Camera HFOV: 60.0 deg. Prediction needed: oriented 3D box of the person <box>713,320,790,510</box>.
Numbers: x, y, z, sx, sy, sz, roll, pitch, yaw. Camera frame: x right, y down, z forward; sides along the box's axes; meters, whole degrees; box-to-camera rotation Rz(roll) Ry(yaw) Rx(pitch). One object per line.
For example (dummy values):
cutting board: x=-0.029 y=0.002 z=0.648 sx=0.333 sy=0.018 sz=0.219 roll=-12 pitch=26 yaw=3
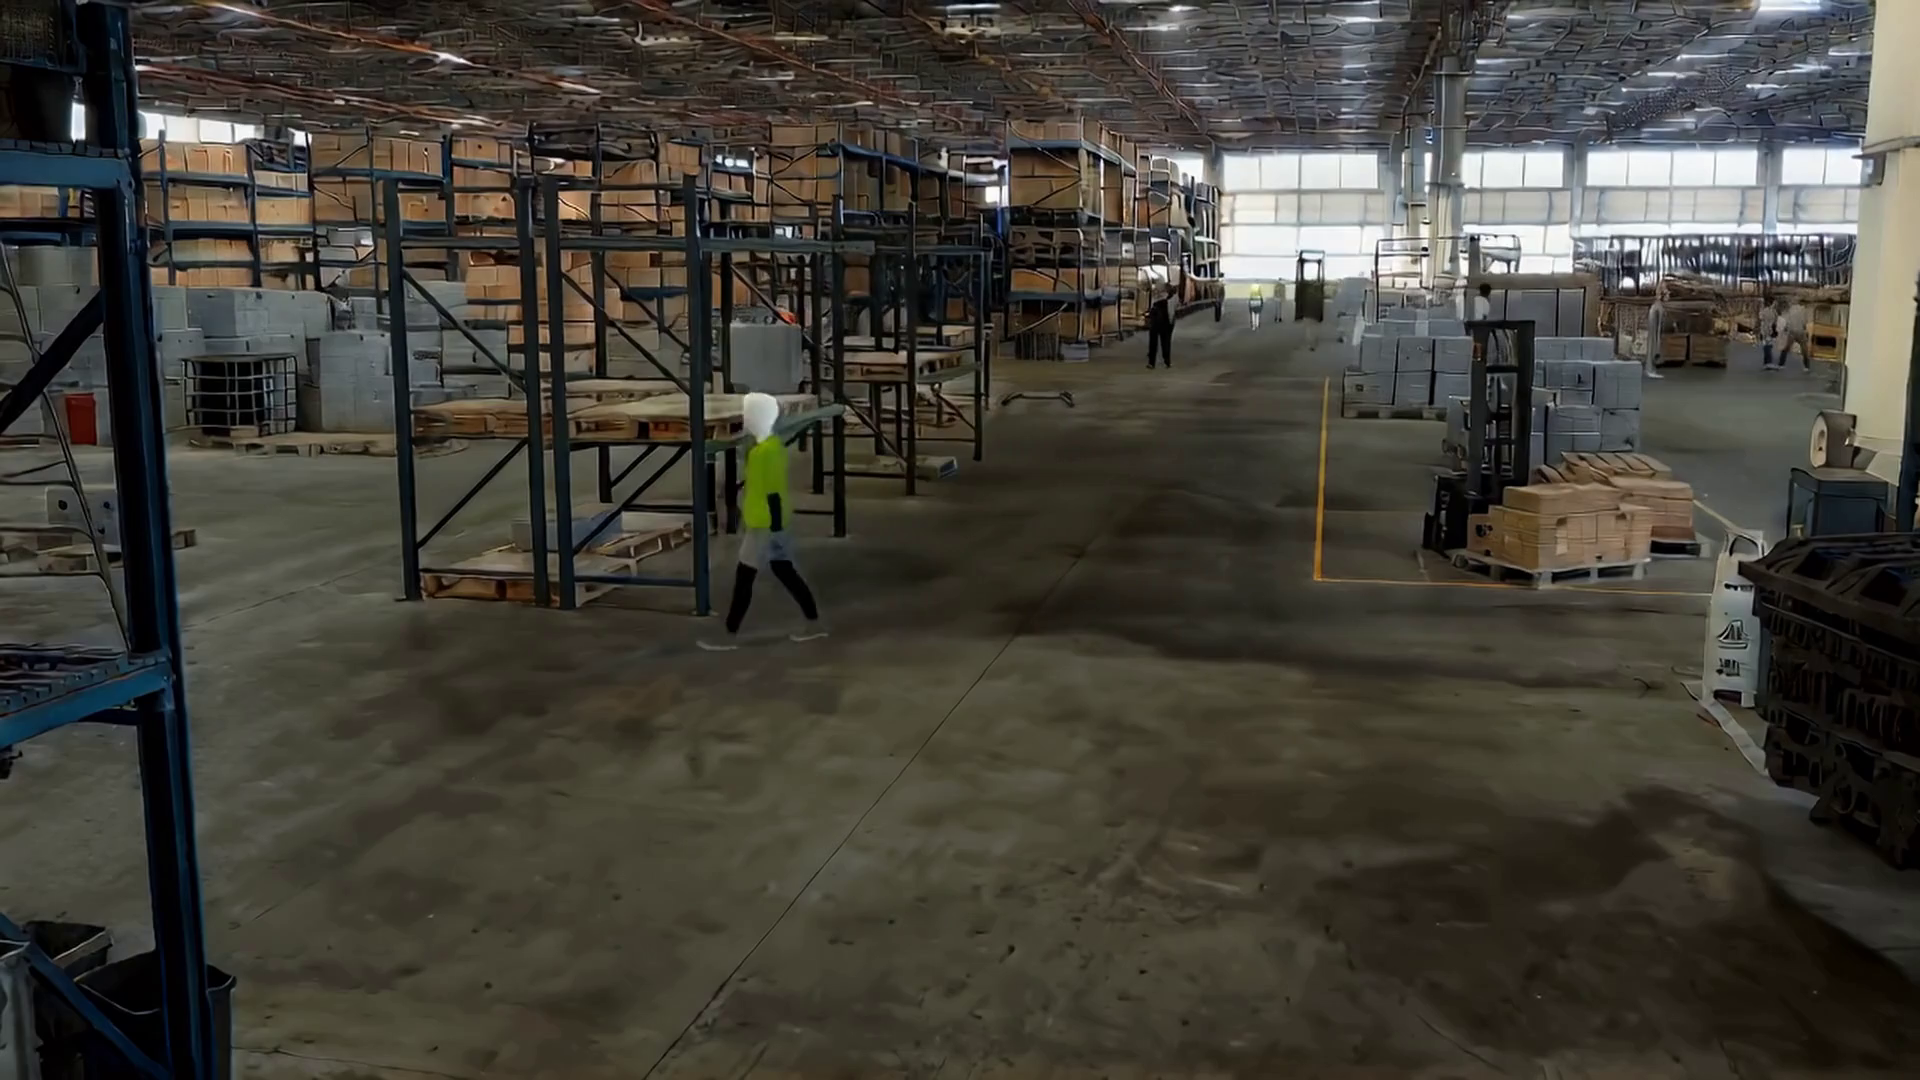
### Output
person: x=-2.124 y=-1.226 z=16.389 sx=0.790 sy=1.904 sz=0.592 roll=1 pitch=10 yaw=5

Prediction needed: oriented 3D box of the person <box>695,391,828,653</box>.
person: x=-1.237 y=-0.121 z=10.548 sx=0.848 sy=1.654 sz=0.541 roll=-2 pitch=10 yaw=-9

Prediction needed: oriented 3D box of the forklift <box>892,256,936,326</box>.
forklift: x=-1.189 y=-5.827 z=40.710 sx=1.129 sy=2.768 sz=1.873 roll=2 pitch=10 yaw=12

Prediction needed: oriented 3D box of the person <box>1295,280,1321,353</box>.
person: x=9.217 y=-5.925 z=44.139 sx=0.650 sy=1.910 sz=1.030 roll=-5 pitch=11 yaw=-28

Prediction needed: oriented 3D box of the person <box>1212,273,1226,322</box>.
person: x=10.215 y=-9.550 z=65.614 sx=0.562 sy=1.922 sz=0.432 roll=1 pitch=10 yaw=7

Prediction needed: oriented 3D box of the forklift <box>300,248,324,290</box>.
forklift: x=-19.767 y=-7.626 z=51.367 sx=1.129 sy=2.768 sz=1.873 roll=-2 pitch=10 yaw=-12

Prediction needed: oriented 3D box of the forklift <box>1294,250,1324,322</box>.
forklift: x=13.778 y=-10.002 z=65.433 sx=1.129 sy=2.768 sz=1.873 roll=2 pitch=10 yaw=12

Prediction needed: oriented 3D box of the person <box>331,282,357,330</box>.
person: x=-15.242 y=-5.418 z=41.168 sx=0.592 sy=1.911 sz=0.385 roll=-8 pitch=12 yaw=-39

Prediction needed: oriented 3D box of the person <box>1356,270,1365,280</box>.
person: x=20.071 y=-12.549 z=83.321 sx=0.441 sy=1.932 sz=0.615 roll=9 pitch=13 yaw=44

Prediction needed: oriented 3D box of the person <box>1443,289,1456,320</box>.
person: x=11.889 y=-5.236 z=40.515 sx=0.391 sy=1.752 sz=0.553 roll=9 pitch=13 yaw=44

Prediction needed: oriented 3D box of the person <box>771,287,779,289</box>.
person: x=-7.557 y=-9.664 z=66.402 sx=1.045 sy=1.880 sz=0.627 roll=7 pitch=12 yaw=36

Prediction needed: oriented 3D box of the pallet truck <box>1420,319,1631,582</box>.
pallet truck: x=4.543 y=-0.757 z=13.299 sx=0.823 sy=1.965 sz=1.885 roll=-4 pitch=10 yaw=-22

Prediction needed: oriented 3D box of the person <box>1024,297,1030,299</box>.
person: x=2.789 y=-9.414 z=65.655 sx=0.512 sy=1.619 sz=0.525 roll=2 pitch=10 yaw=14

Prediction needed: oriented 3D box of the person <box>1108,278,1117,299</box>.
person: x=7.901 y=-13.063 z=86.749 sx=0.632 sy=1.808 sz=0.910 roll=1 pitch=10 yaw=5

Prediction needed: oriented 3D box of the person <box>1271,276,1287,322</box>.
person: x=12.466 y=-9.382 z=64.952 sx=0.591 sy=1.810 sz=0.696 roll=1 pitch=10 yaw=7

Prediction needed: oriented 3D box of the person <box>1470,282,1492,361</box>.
person: x=12.031 y=-4.969 z=38.355 sx=0.528 sy=1.954 sz=0.627 roll=1 pitch=10 yaw=4

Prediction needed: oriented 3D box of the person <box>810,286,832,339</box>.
person: x=-3.218 y=-5.008 z=38.863 sx=0.583 sy=1.865 sz=0.656 roll=0 pitch=10 yaw=3

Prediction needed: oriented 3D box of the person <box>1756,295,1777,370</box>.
person: x=18.055 y=-4.633 z=37.167 sx=0.320 sy=1.694 sz=0.536 roll=1 pitch=10 yaw=6

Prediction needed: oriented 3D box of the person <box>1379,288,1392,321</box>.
person: x=14.152 y=-7.668 z=55.333 sx=0.504 sy=1.624 sz=0.506 roll=7 pitch=12 yaw=36

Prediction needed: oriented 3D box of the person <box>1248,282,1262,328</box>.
person: x=10.701 y=-8.528 z=60.296 sx=0.538 sy=1.667 sz=0.797 roll=1 pitch=10 yaw=4

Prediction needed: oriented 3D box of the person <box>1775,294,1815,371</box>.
person: x=18.619 y=-4.620 z=37.059 sx=0.526 sy=1.703 sz=0.818 roll=-2 pitch=10 yaw=-12

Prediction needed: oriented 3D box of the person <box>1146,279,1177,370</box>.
person: x=4.484 y=-4.839 z=37.344 sx=0.690 sy=2.000 sz=0.538 roll=3 pitch=10 yaw=20

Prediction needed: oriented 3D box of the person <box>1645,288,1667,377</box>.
person: x=14.662 y=-4.357 z=35.018 sx=0.328 sy=1.865 sz=0.521 roll=1 pitch=10 yaw=8

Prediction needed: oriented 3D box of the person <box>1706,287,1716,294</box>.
person: x=39.886 y=-13.346 z=88.340 sx=0.572 sy=1.823 sz=0.586 roll=0 pitch=10 yaw=-1

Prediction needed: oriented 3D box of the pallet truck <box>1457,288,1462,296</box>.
pallet truck: x=20.506 y=-9.785 z=68.819 sx=0.653 sy=1.274 sz=1.630 roll=2 pitch=10 yaw=12

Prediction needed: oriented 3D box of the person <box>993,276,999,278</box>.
person: x=2.037 y=-14.012 z=92.099 sx=0.545 sy=1.900 sz=0.955 roll=0 pitch=10 yaw=3
